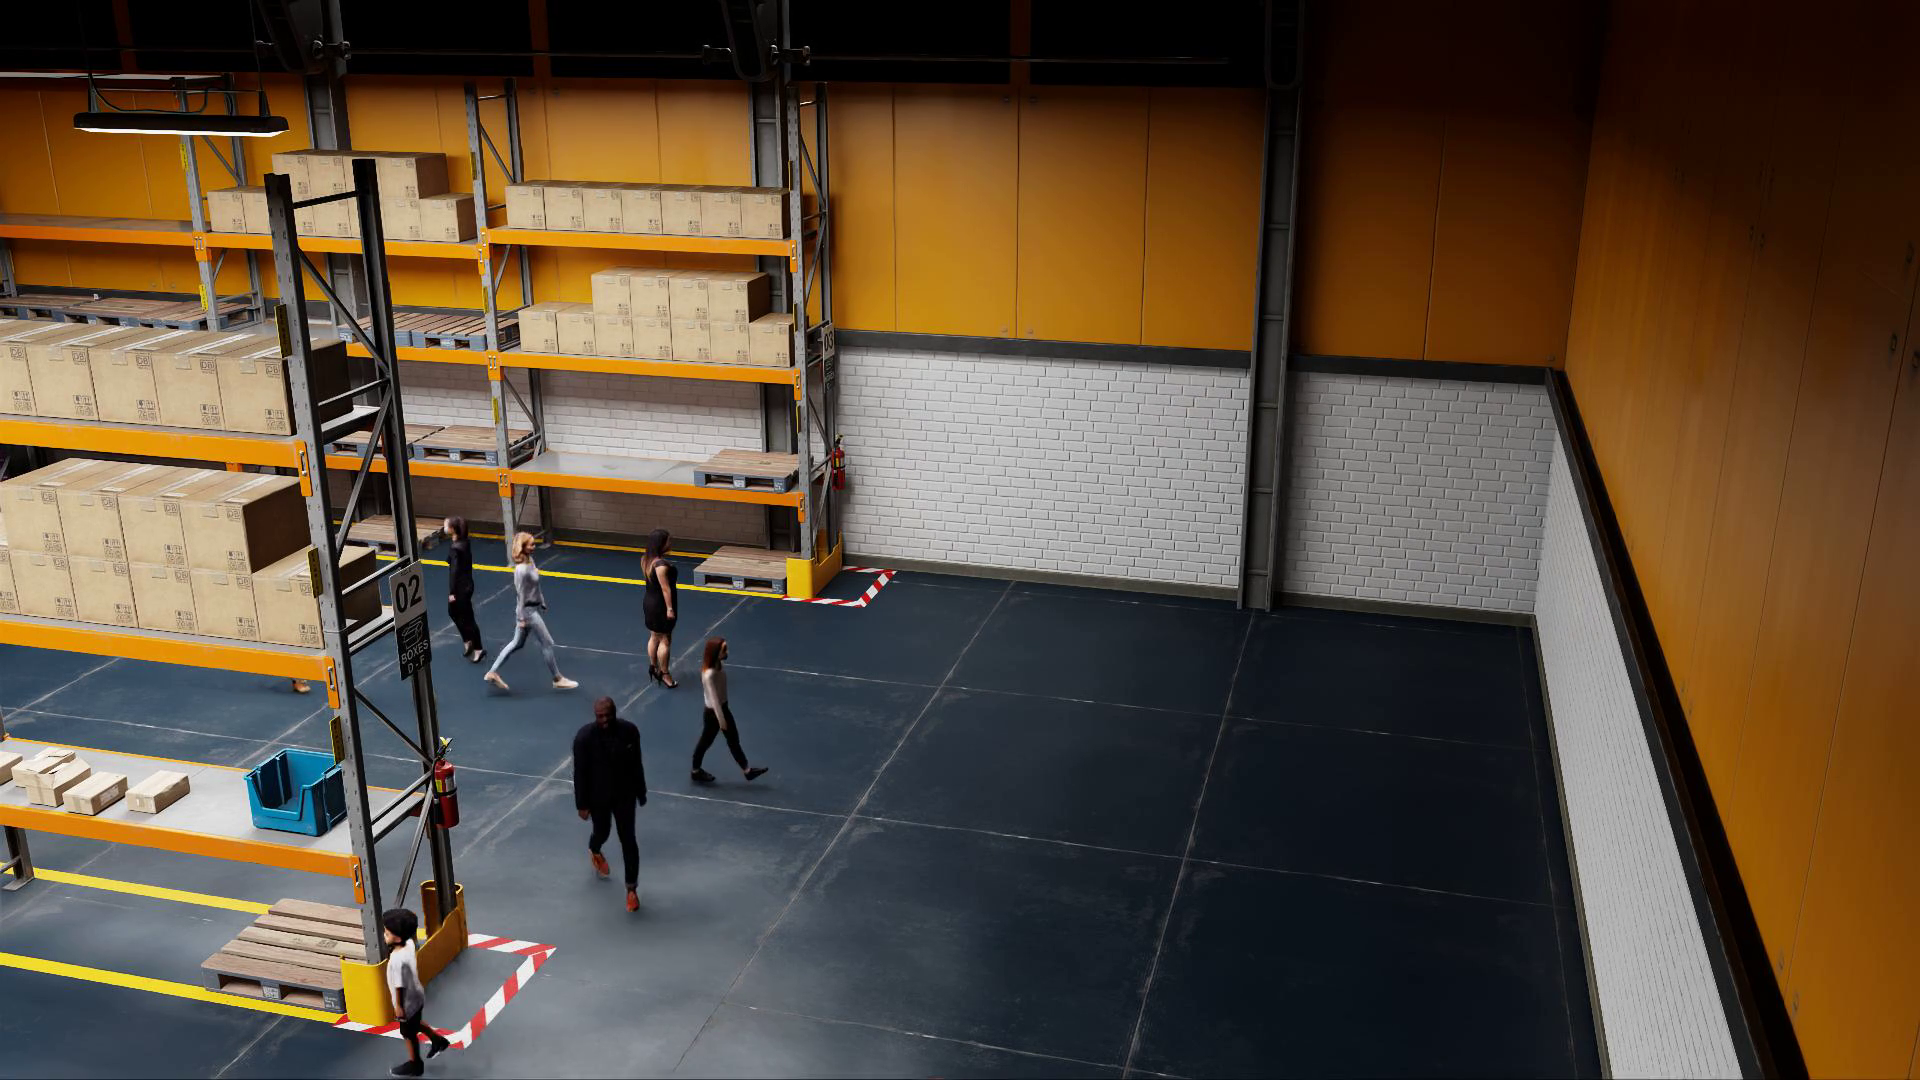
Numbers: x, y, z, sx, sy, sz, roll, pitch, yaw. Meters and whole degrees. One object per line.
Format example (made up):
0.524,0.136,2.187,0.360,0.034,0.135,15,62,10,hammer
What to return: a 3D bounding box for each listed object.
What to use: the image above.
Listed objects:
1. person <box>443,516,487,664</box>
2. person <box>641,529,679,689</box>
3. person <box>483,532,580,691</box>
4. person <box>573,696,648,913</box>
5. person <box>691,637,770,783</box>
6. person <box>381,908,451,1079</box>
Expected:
-5.300,0.545,18.016,0.716,1.698,0.690,-1,19,-2,person
-3.163,0.709,17.501,0.825,1.716,0.750,-13,22,-33,person
-4.560,0.781,17.232,1.275,1.752,0.926,-2,19,-6,person
-2.841,2.040,13.449,1.249,1.779,1.231,-8,20,-22,person
-2.311,1.596,15.295,0.985,1.443,0.638,3,19,8,person
-3.677,3.058,11.255,0.706,1.250,0.616,-3,19,-10,person
